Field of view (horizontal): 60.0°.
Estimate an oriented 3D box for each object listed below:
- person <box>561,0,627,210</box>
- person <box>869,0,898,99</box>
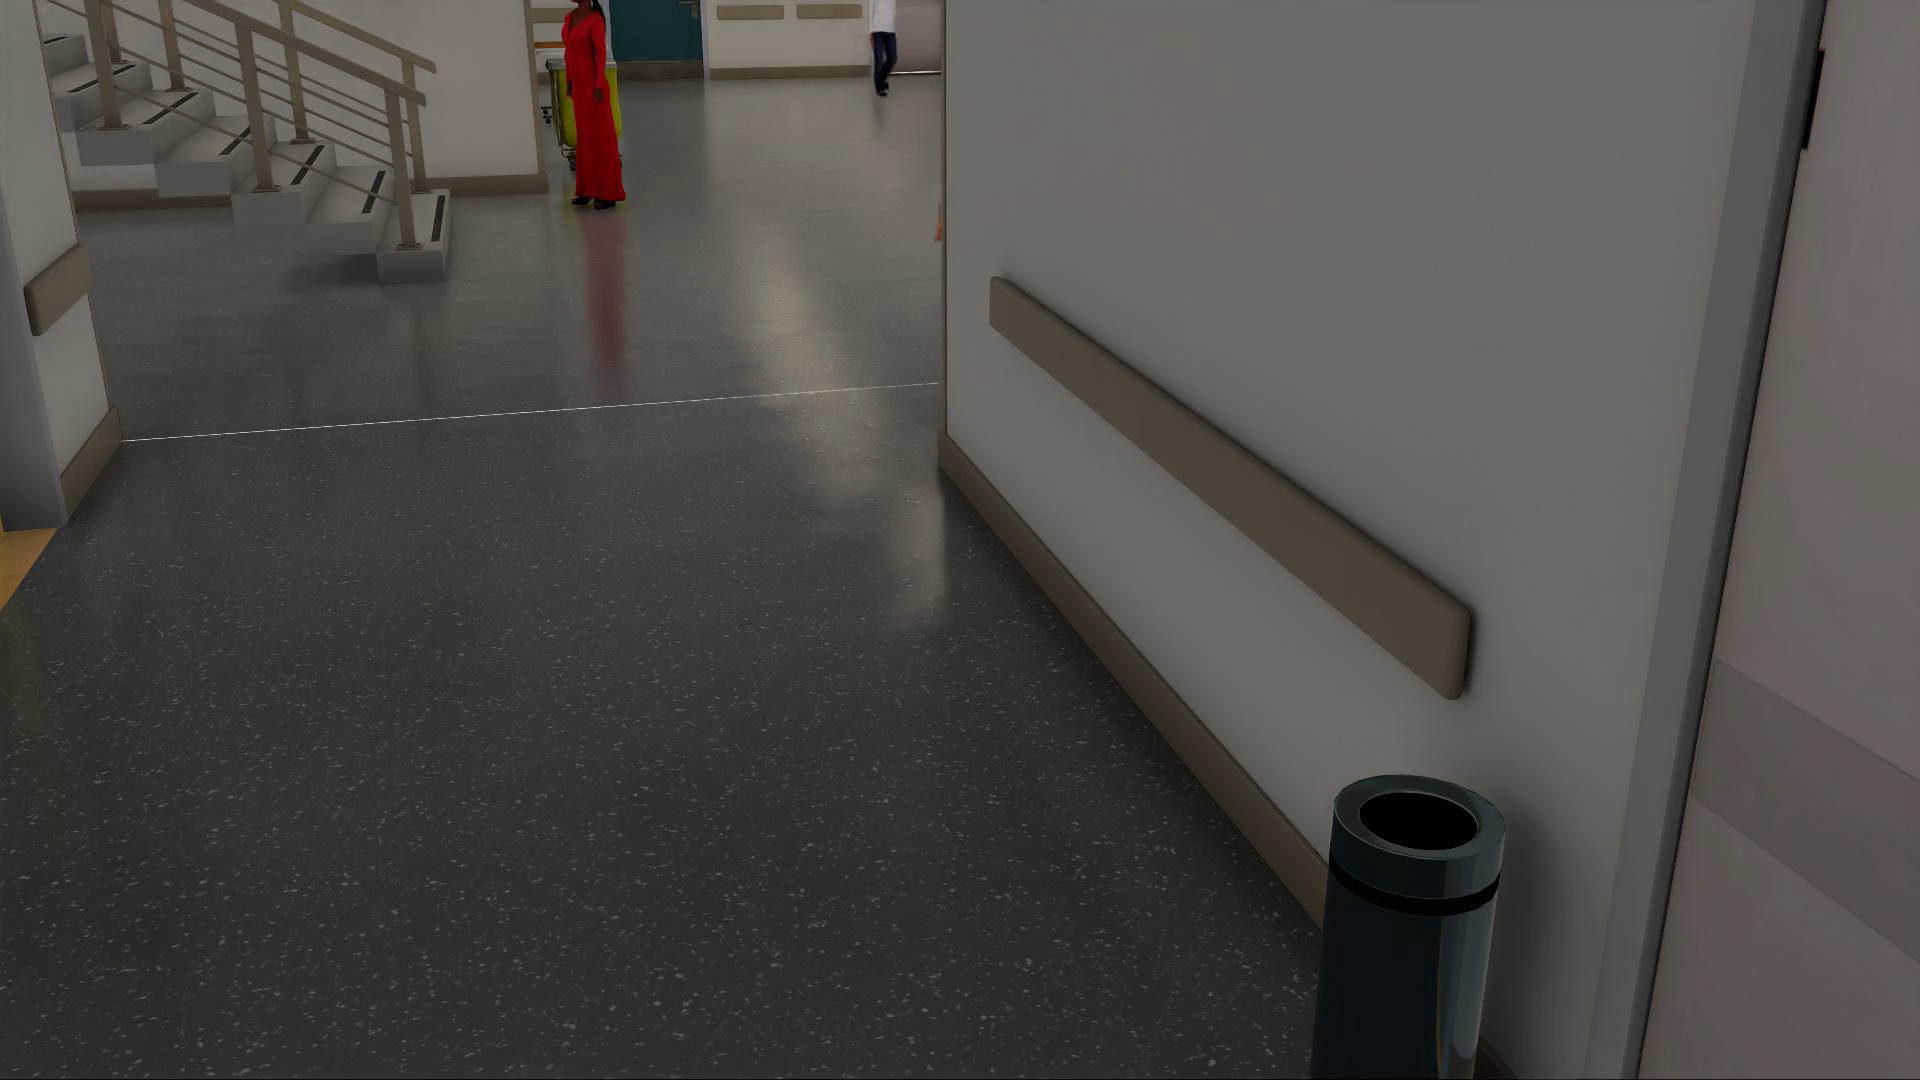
[{"bbox_3d":[-2.896,-3.514,13.047,0.720,1.784,0.755,17,27,38],"label":"person"},{"bbox_3d":[-1.001,-6.364,20.911,0.737,1.544,0.624,-8,22,-20],"label":"person"}]
